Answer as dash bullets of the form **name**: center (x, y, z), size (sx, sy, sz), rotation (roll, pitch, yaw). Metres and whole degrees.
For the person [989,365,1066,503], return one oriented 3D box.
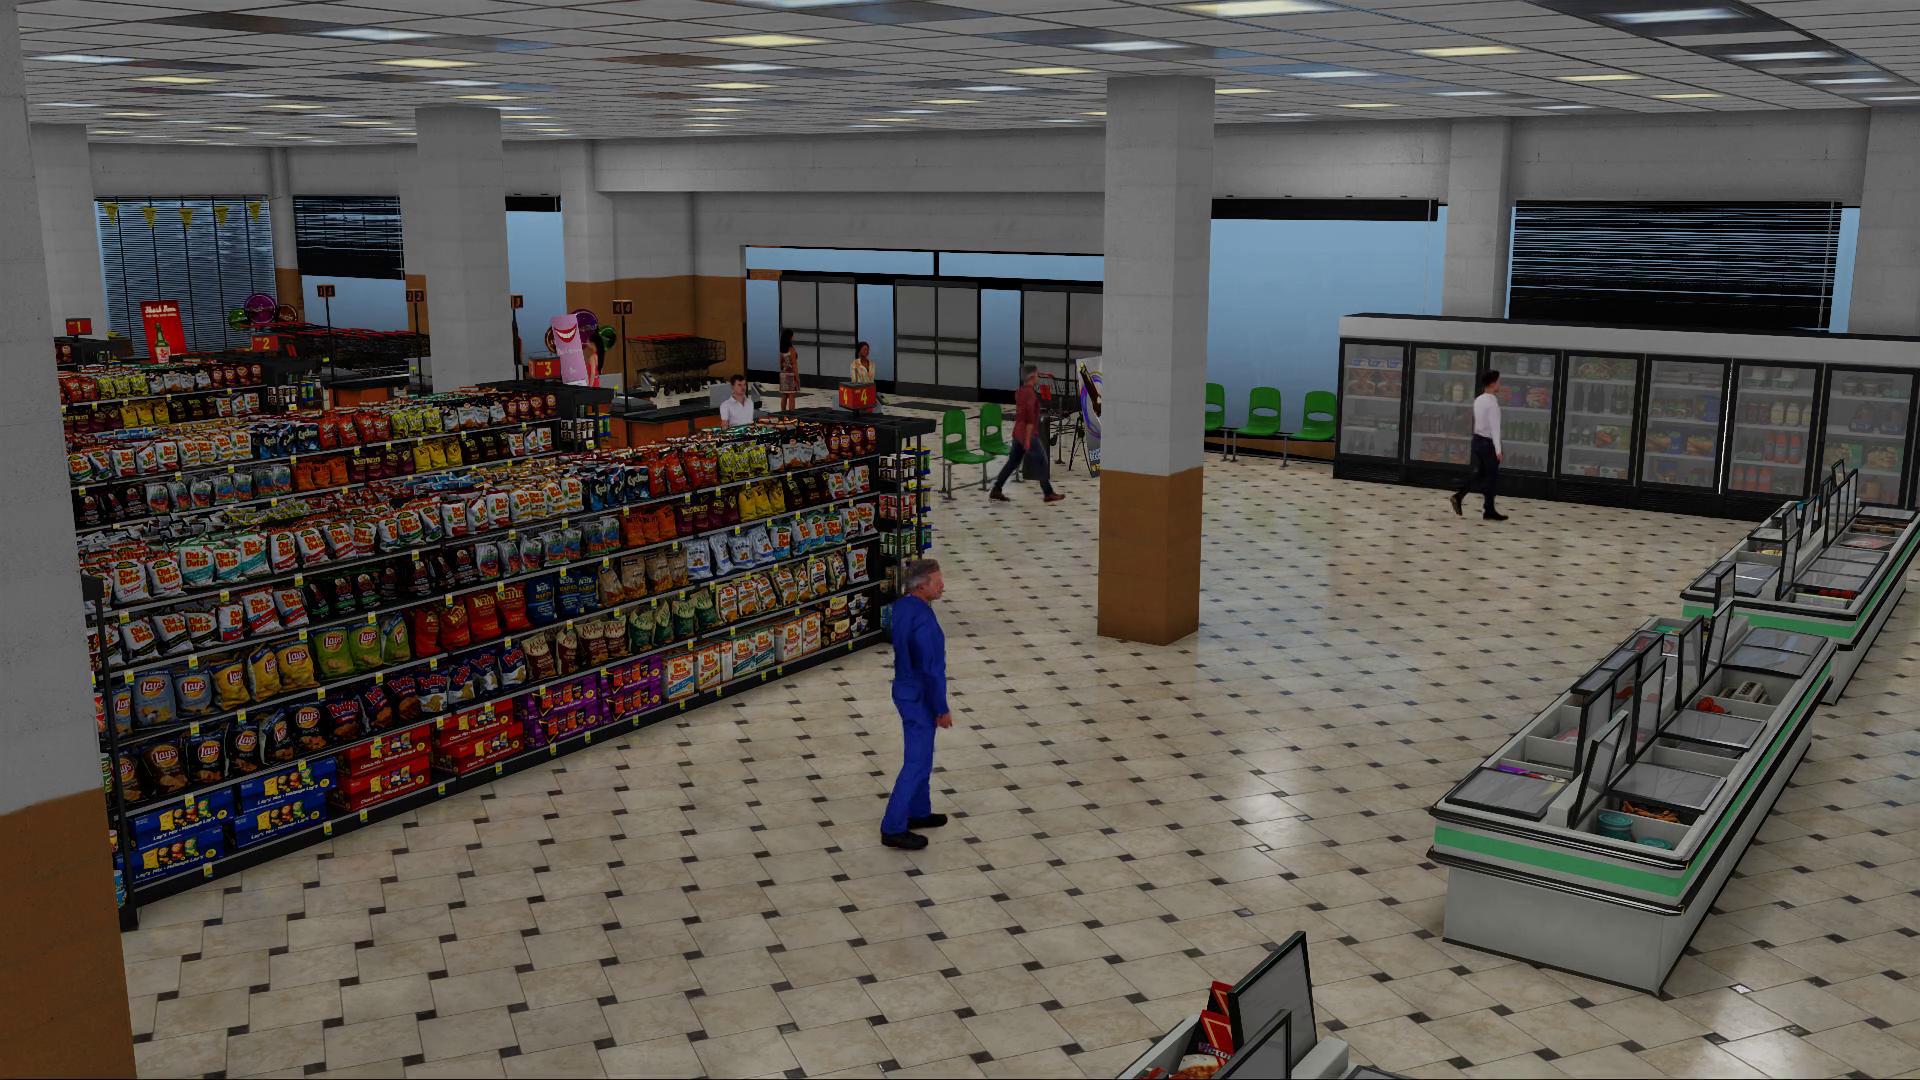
- **person**: center (0.763, -1.322, 21.489), size (1.333, 1.782, 1.158), rotation (-4, 13, -20)

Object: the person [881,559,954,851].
- **person**: center (-0.277, 1.000, 10.367), size (0.985, 1.821, 0.937), rotation (-5, 13, -24)

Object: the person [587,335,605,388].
- **person**: center (-5.929, -2.499, 27.197), size (0.763, 1.733, 0.651), rotation (2, 12, 9)

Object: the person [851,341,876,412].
- **person**: center (-1.463, -2.122, 25.264), size (0.570, 1.792, 0.718), rotation (-9, 15, -36)

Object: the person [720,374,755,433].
- **person**: center (-2.698, -1.096, 20.250), size (0.737, 1.850, 0.538), rotation (11, 16, 43)

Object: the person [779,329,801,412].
- **person**: center (-3.014, -2.883, 29.236), size (0.604, 1.645, 0.693), rotation (-11, 16, -41)

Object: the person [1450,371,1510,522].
- **person**: center (6.413, -1.150, 20.503), size (1.038, 1.851, 0.998), rotation (-1, 12, -7)
